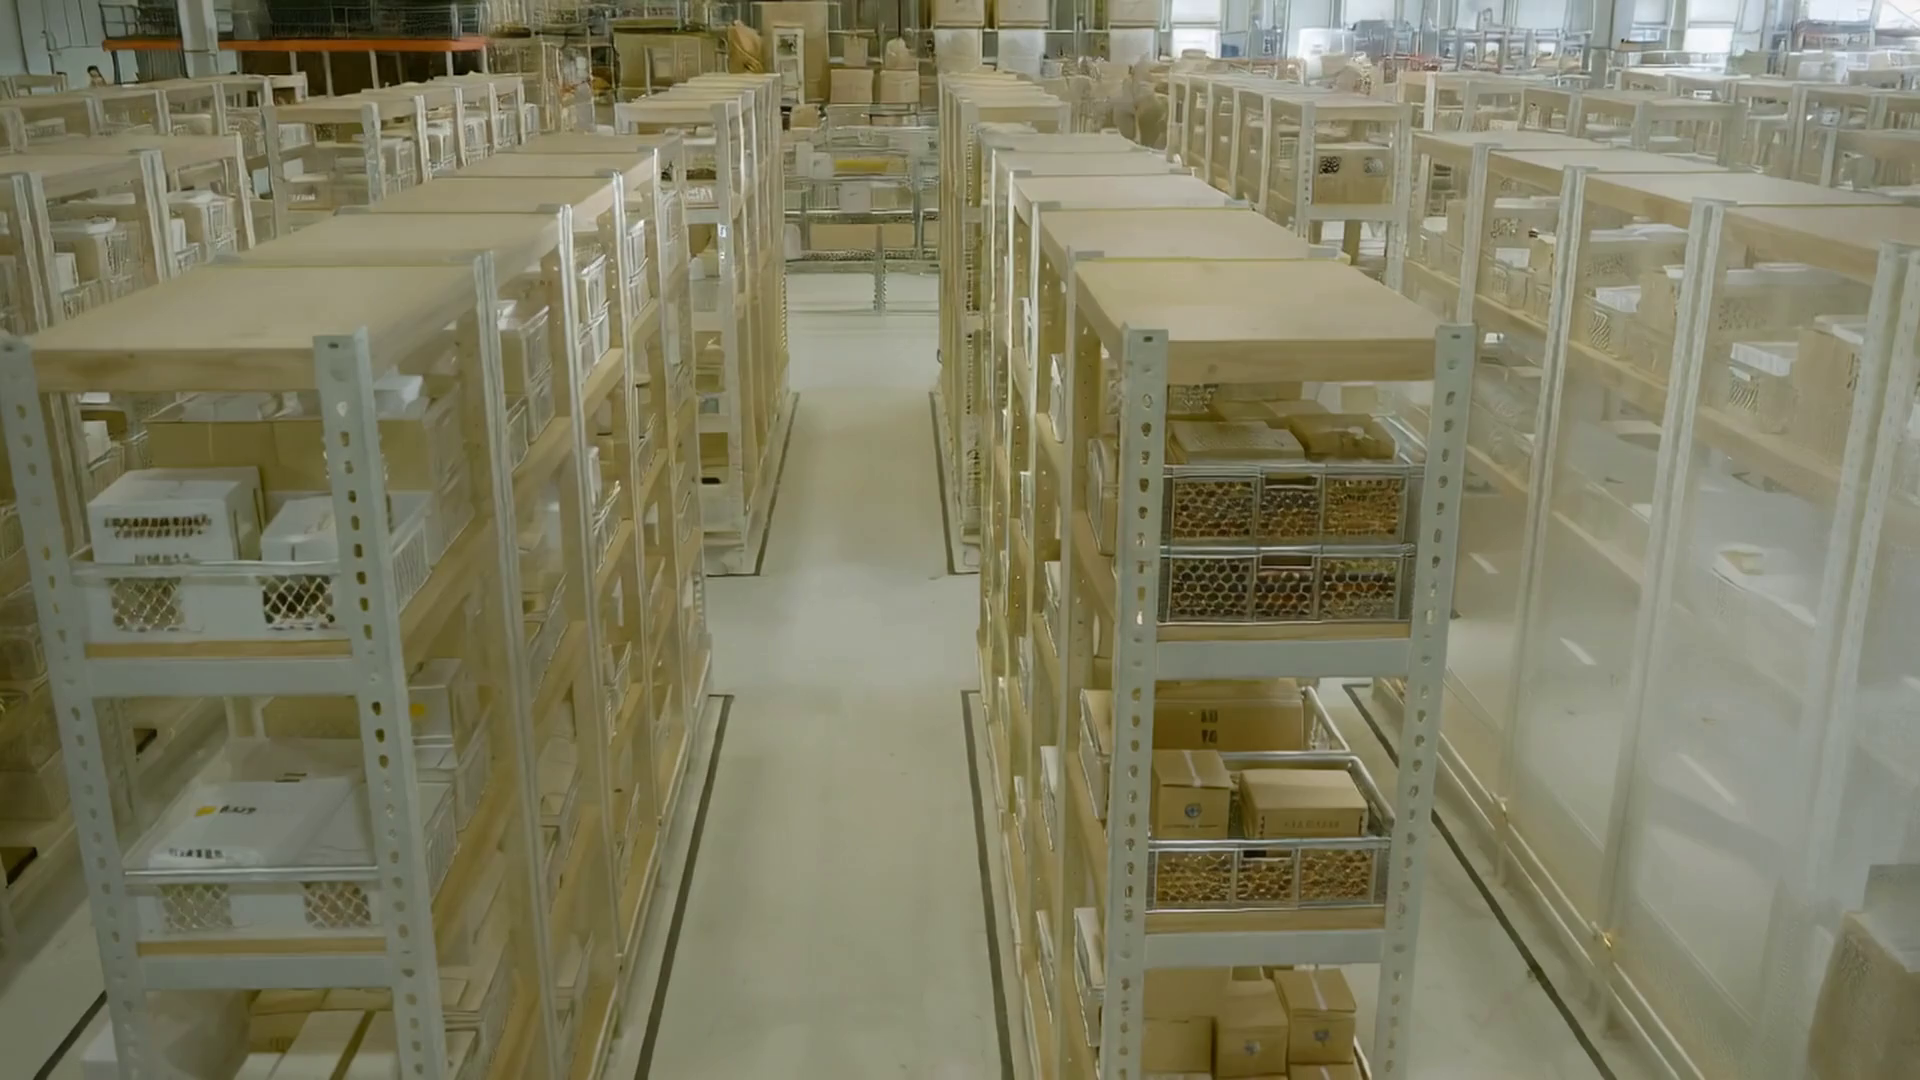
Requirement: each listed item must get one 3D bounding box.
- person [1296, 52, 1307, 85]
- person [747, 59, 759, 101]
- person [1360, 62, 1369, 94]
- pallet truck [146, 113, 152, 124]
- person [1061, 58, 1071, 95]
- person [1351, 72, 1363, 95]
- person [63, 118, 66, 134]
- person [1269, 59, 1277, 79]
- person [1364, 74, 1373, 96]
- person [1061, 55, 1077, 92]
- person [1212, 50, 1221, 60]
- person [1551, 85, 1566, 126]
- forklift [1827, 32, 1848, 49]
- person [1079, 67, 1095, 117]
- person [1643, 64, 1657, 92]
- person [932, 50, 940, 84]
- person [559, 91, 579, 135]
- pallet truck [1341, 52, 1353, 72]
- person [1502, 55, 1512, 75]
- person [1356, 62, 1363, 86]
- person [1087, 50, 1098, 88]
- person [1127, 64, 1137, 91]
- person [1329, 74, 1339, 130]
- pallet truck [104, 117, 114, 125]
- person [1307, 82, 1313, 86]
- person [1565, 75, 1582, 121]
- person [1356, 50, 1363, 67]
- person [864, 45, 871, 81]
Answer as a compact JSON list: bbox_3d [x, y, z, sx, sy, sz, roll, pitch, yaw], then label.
[{"bbox_3d":[17.068,-23.378,83.115,0.372,1.940,0.632,-17,24,-42],"label":"person"},{"bbox_3d":[-9.274,-20.646,74.747,0.584,1.882,0.345,2,18,6],"label":"person"},{"bbox_3d":[17.353,-19.593,71.514,0.317,1.870,0.523,-6,19,-17],"label":"person"},{"bbox_3d":[-18.087,-8.309,36.390,1.885,1.965,0.823,-1,18,-4],"label":"pallet truck"},{"bbox_3d":[5.134,-22.377,80.347,0.561,1.723,0.519,12,22,34],"label":"person"},{"bbox_3d":[14.208,-15.928,60.127,0.826,1.910,0.548,0,18,1],"label":"person"},{"bbox_3d":[-22.991,-10.168,42.286,0.642,1.910,0.401,-8,19,-23],"label":"person"},{"bbox_3d":[15.119,-22.397,80.483,0.533,1.689,0.321,-15,23,-39],"label":"person"},{"bbox_3d":[14.563,-15.695,59.462,0.327,1.865,0.518,0,18,-1],"label":"person"},{"bbox_3d":[5.499,-23.437,83.546,0.650,1.798,0.919,-8,20,-23],"label":"person"},{"bbox_3d":[13.402,-24.631,87.036,0.595,1.912,0.467,-8,20,-23],"label":"person"},{"bbox_3d":[19.576,-14.029,54.514,0.876,1.719,0.552,14,23,37],"label":"person"},{"bbox_3d":[46.023,-25.321,87.619,1.129,2.768,1.873,-1,18,-2],"label":"forklift"},{"bbox_3d":[5.008,-17.470,64.874,0.476,1.913,0.572,-9,20,-25],"label":"person"},{"bbox_3d":[30.768,-20.457,74.184,0.621,1.866,0.435,-4,18,-11],"label":"person"},{"bbox_3d":[-1.314,-26.047,91.555,0.429,1.831,0.640,-3,18,-9],"label":"person"},{"bbox_3d":[-10.536,-11.035,44.753,0.615,2.041,0.392,9,20,25],"label":"person"},{"bbox_3d":[18.794,-23.123,82.231,0.823,1.965,1.885,-13,22,-35],"label":"pallet truck"},{"bbox_3d":[26.430,-22.444,80.321,0.982,1.871,0.612,13,22,36],"label":"person"},{"bbox_3d":[17.470,-20.048,72.987,0.406,1.835,0.512,9,20,25],"label":"person"},{"bbox_3d":[6.952,-24.705,87.206,0.605,1.948,0.406,3,18,8],"label":"person"},{"bbox_3d":[6.958,-18.311,67.471,0.374,1.914,0.596,-9,20,-27],"label":"person"},{"bbox_3d":[12.943,-15.134,57.618,0.515,1.932,0.610,4,18,13],"label":"person"},{"bbox_3d":[-18.367,-7.885,35.078,1.885,1.965,0.823,1,18,2],"label":"pallet truck"},{"bbox_3d":[11.947,-14.855,57.136,0.320,1.692,0.534,7,19,19],"label":"person"},{"bbox_3d":[20.171,-14.309,54.888,0.676,2.000,0.536,10,21,29],"label":"person"},{"bbox_3d":[21.079,-25.014,88.254,0.990,1.883,0.564,8,20,23],"label":"person"},{"bbox_3d":[-5.269,-27.096,94.527,0.389,1.996,0.612,-8,20,-24],"label":"person"}]
